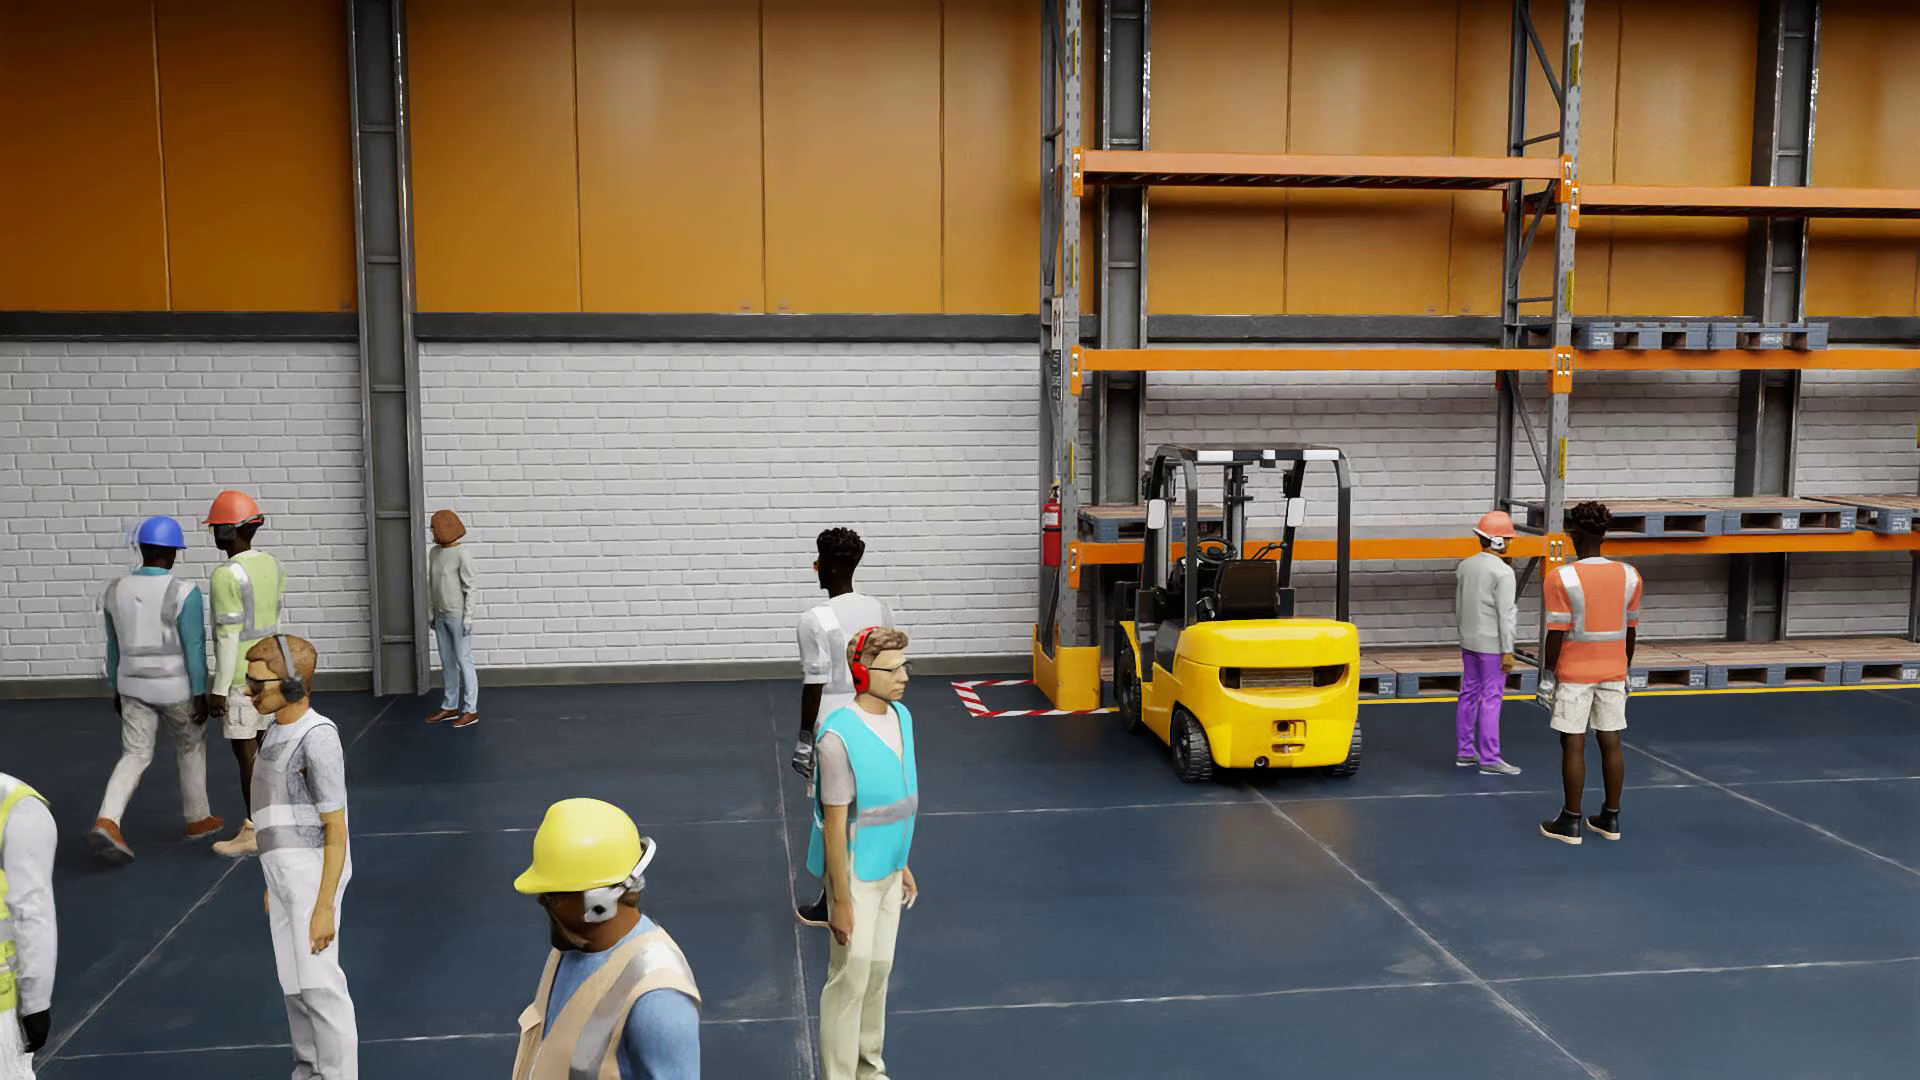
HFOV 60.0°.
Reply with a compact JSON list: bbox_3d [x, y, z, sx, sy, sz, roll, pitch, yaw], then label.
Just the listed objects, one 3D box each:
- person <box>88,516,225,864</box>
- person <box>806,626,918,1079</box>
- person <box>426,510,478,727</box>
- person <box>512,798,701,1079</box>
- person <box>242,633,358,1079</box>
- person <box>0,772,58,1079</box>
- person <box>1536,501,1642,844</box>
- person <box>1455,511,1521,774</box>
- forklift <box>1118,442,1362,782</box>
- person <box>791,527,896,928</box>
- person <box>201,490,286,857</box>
[{"bbox_3d":[-4.517,0.822,9.273,0.616,1.905,0.921,1,7,7],"label":"person"},{"bbox_3d":[-0.341,1.217,6.004,0.393,1.846,0.564,3,7,22],"label":"person"},{"bbox_3d":[-3.822,0.583,12.481,0.503,1.631,0.283,5,8,39],"label":"person"},{"bbox_3d":[-0.812,1.478,3.815,0.404,1.825,0.587,-4,8,-33],"label":"person"},{"bbox_3d":[-2.327,1.235,5.859,0.329,1.842,0.517,-6,9,-41],"label":"person"},{"bbox_3d":[-2.984,1.351,4.909,0.636,1.835,0.429,0,7,2],"label":"person"},{"bbox_3d":[3.590,0.755,9.528,0.607,1.966,0.373,-2,7,-13],"label":"person"},{"bbox_3d":[3.544,0.678,11.130,0.342,1.751,0.563,-2,7,-17],"label":"person"},{"bbox_3d":[1.912,0.418,11.496,1.214,2.155,2.313,-1,7,-8],"label":"forklift"},{"bbox_3d":[-0.578,0.912,8.159,0.366,1.966,0.607,5,8,39],"label":"person"},{"bbox_3d":[-4.011,0.743,9.298,0.377,2.045,0.605,1,7,5],"label":"person"}]
